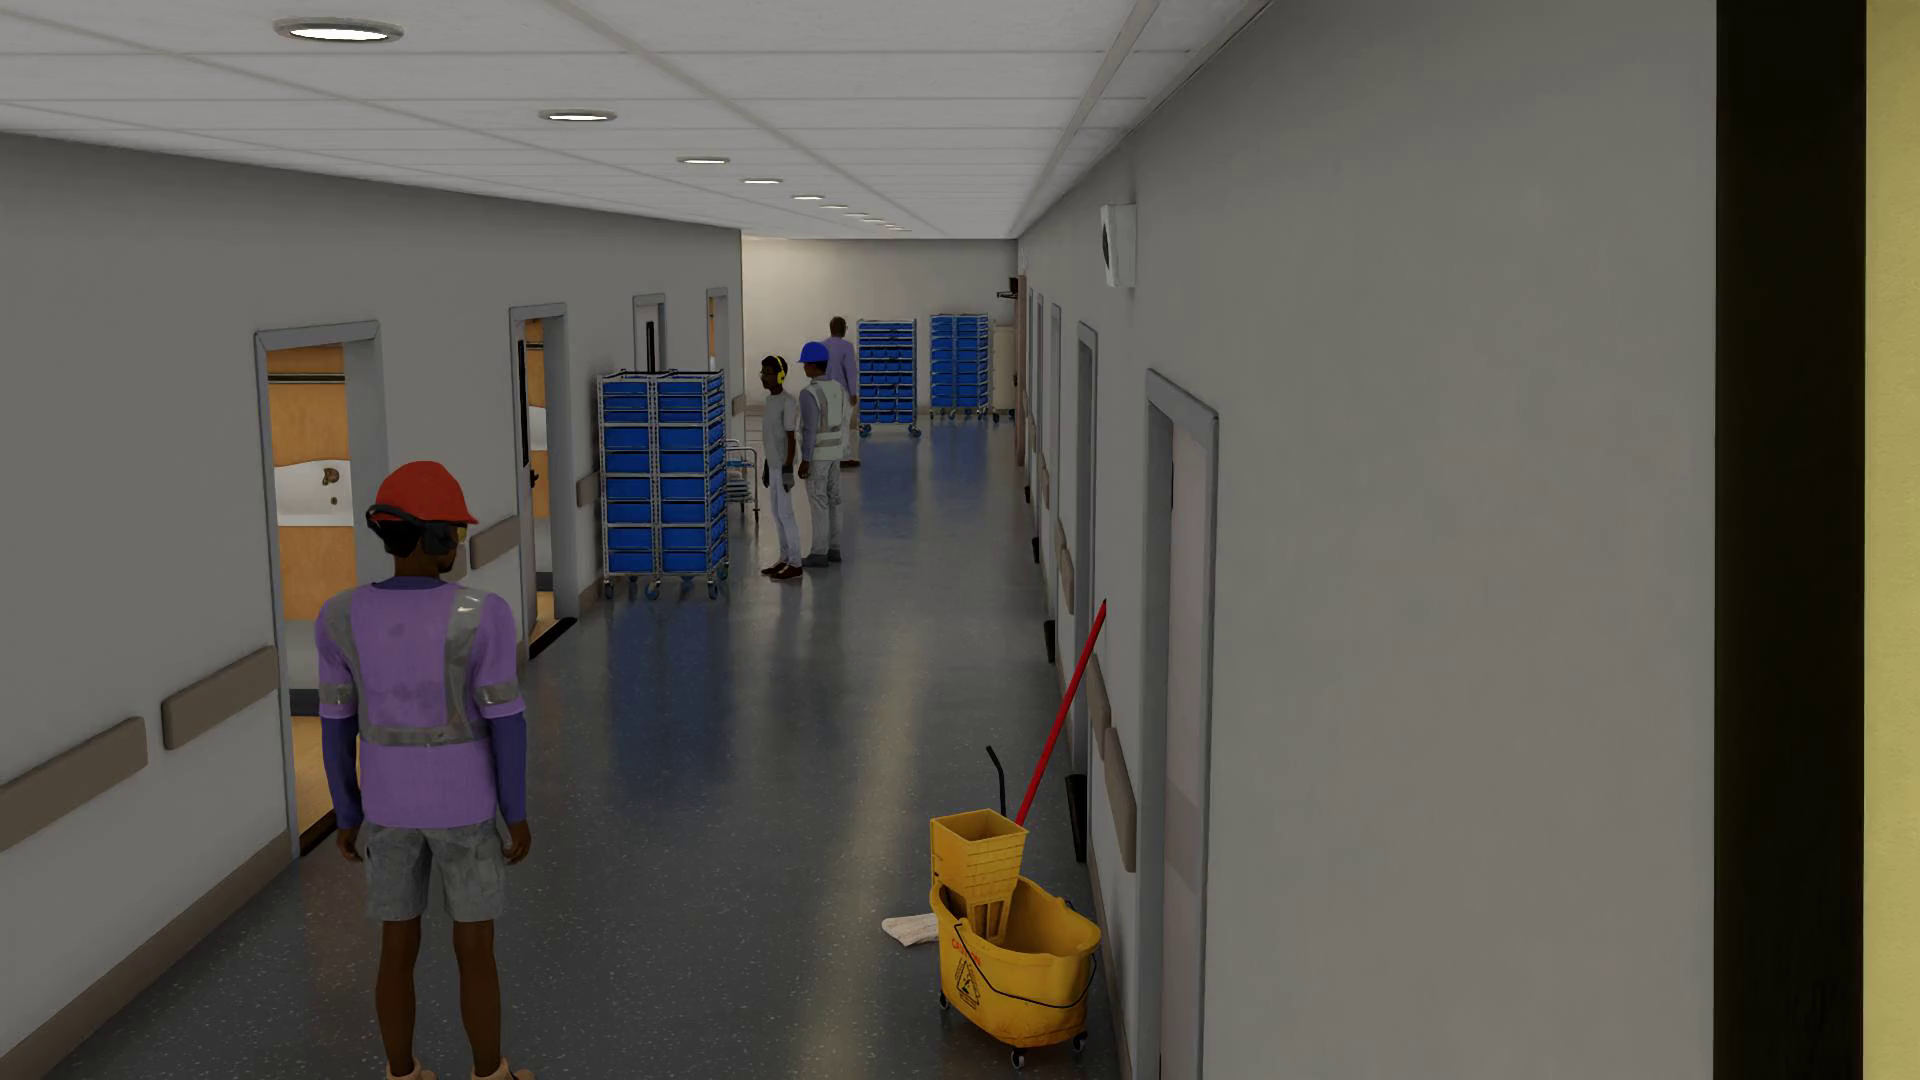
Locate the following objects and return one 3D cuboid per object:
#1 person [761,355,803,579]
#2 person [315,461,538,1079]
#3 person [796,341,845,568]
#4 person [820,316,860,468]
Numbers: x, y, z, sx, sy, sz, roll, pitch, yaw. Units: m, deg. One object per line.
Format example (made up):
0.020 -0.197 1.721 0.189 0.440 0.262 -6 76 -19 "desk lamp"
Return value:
-1.495 -0.603 13.830 0.331 1.863 0.503 -5 11 -25 "person"
-1.582 0.782 4.994 0.606 2.039 0.395 1 10 5 "person"
-1.213 -0.736 14.360 0.398 1.945 0.605 4 10 22 "person"
-1.564 -1.891 21.295 0.627 1.940 0.370 7 12 37 "person"
